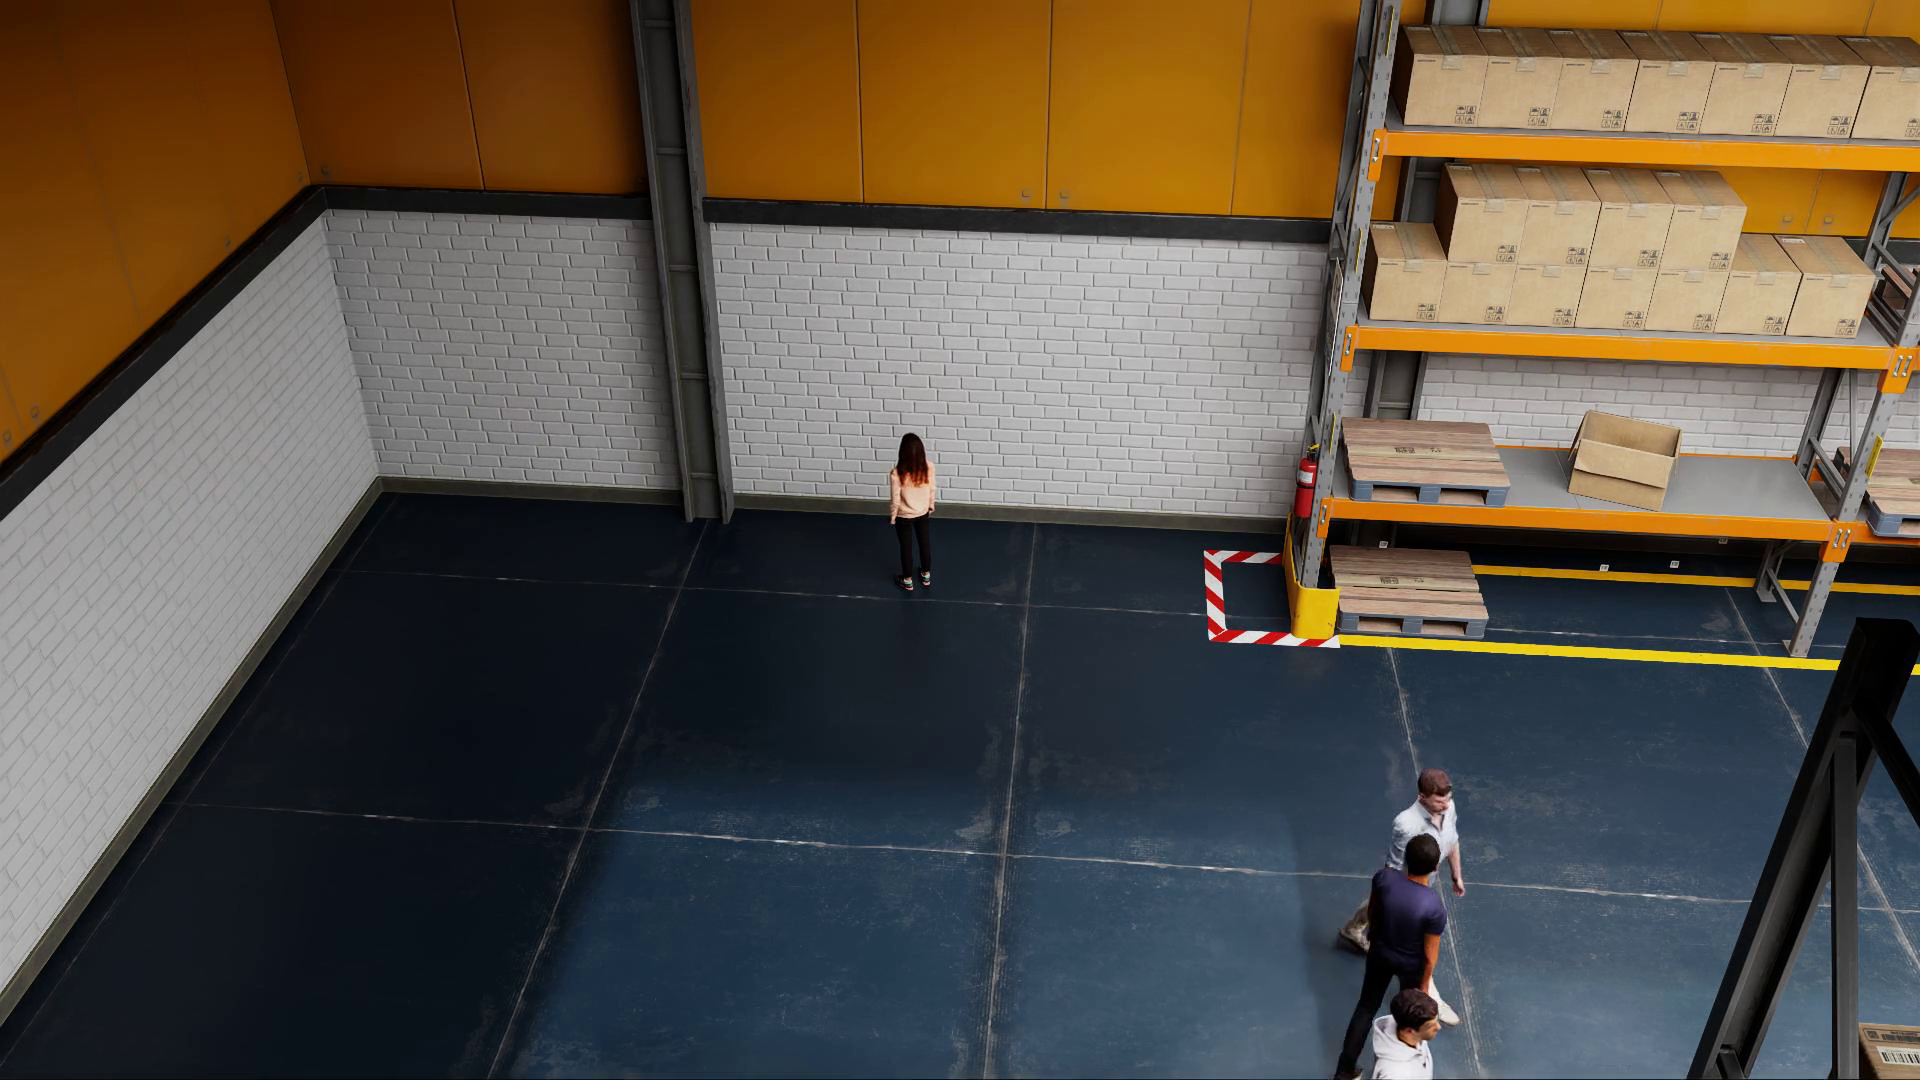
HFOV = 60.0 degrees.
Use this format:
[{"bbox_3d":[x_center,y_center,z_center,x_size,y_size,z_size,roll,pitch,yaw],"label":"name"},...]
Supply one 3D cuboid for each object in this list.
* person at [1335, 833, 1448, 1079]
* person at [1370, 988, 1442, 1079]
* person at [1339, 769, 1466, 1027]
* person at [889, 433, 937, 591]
[{"bbox_3d":[2.493,2.474,9.691,1.181,1.751,1.100,23,40,30],"label":"person"},{"bbox_3d":[2.224,3.041,8.676,0.639,1.930,0.710,8,34,11],"label":"person"},{"bbox_3d":[2.730,2.054,10.276,1.273,1.803,1.162,27,42,34],"label":"person"},{"bbox_3d":[-0.406,-0.248,14.027,0.603,1.484,0.710,-15,37,-22],"label":"person"}]
